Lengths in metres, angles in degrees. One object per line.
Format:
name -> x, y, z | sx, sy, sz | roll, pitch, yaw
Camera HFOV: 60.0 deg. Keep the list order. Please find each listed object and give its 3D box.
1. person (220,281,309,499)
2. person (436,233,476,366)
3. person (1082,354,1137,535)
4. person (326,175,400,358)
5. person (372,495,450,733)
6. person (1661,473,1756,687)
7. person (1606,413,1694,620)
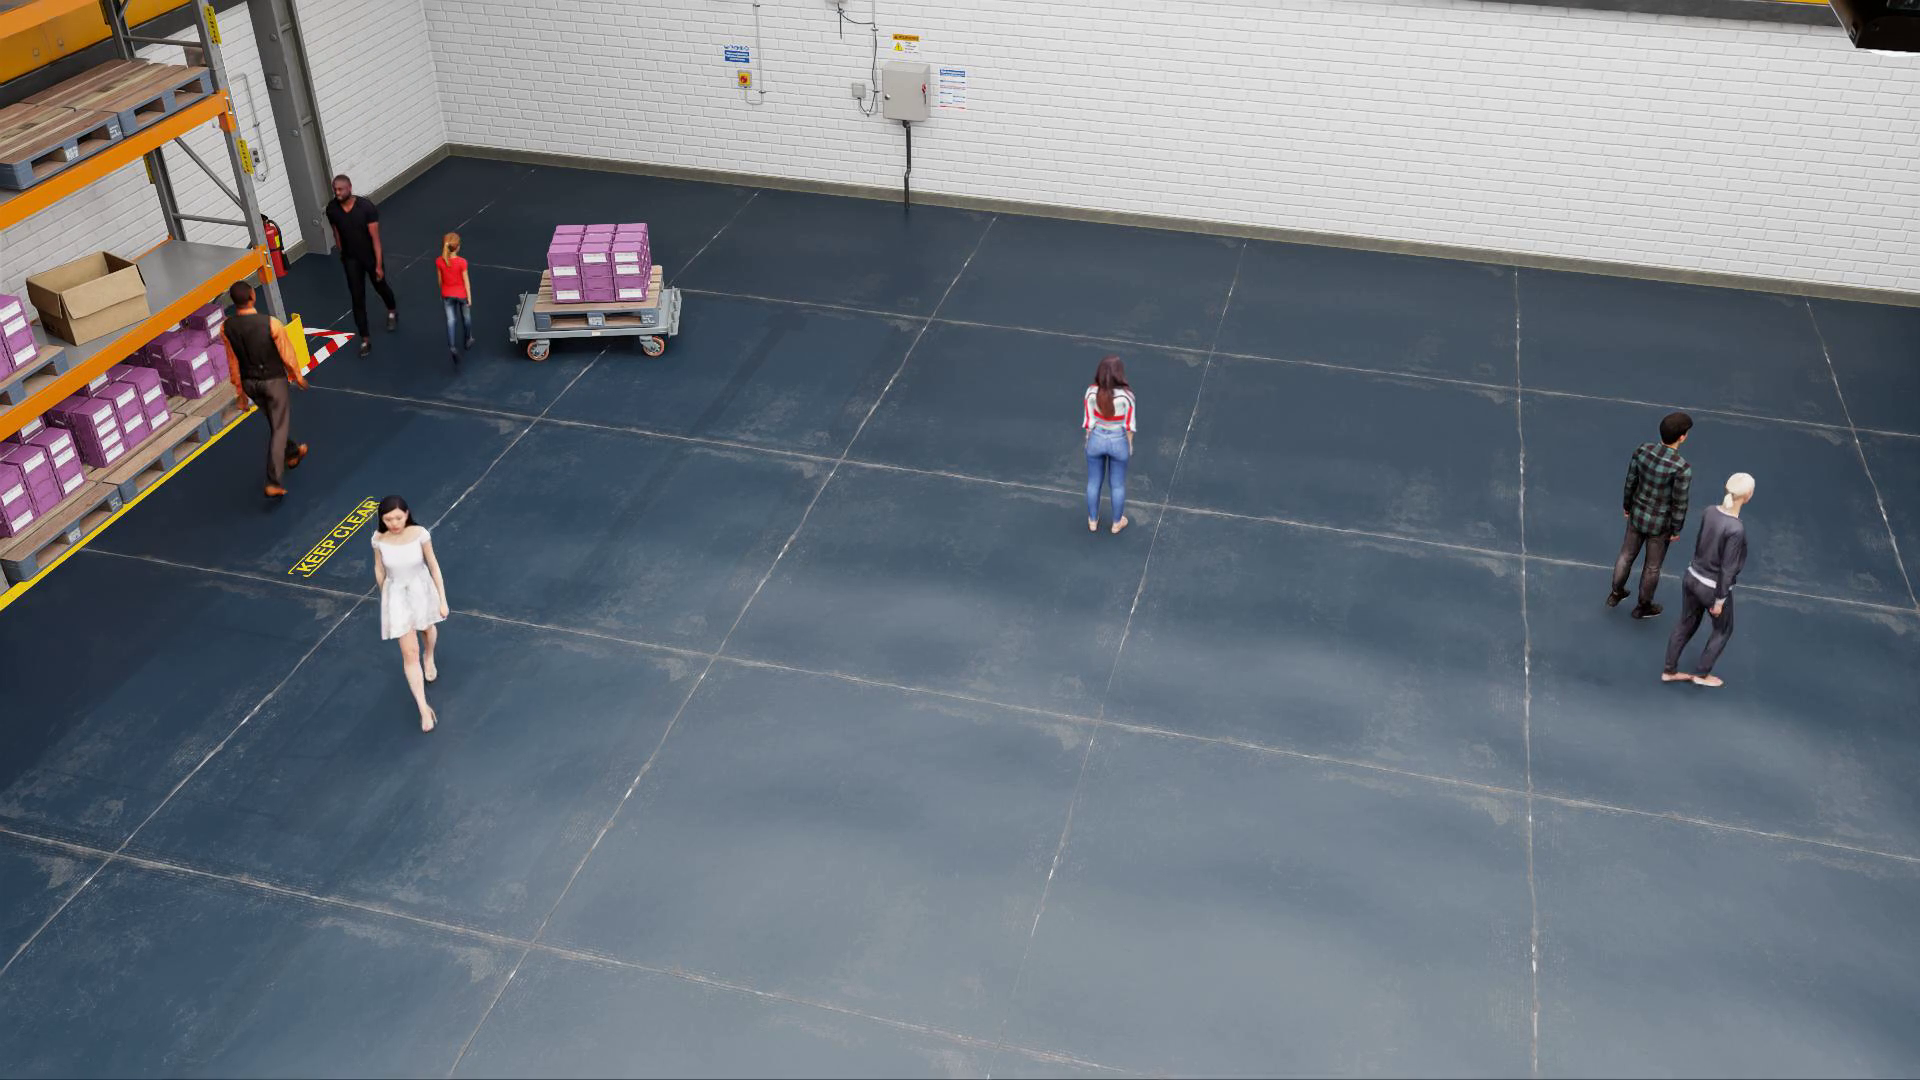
person -> -5.921, -1.243, 14.140 | 0.854, 1.870, 1.302 | 2, 34, 3
person -> -4.972, -2.359, 16.353 | 0.700, 1.279, 0.942 | -4, 34, -6
person -> 1.218, -0.792, 13.694 | 0.580, 1.614, 0.495 | 9, 35, 13
person -> -5.904, -2.812, 16.585 | 0.913, 1.778, 1.272 | -1, 34, -2
person -> -3.879, 0.398, 11.801 | 1.037, 1.727, 1.248 | -9, 35, -14
person -> 5.307, 0.319, 11.942 | 0.830, 1.703, 0.740 | -5, 34, -7
person -> 5.213, -0.195, 12.488 | 0.749, 1.715, 0.741 | -22, 39, -29
